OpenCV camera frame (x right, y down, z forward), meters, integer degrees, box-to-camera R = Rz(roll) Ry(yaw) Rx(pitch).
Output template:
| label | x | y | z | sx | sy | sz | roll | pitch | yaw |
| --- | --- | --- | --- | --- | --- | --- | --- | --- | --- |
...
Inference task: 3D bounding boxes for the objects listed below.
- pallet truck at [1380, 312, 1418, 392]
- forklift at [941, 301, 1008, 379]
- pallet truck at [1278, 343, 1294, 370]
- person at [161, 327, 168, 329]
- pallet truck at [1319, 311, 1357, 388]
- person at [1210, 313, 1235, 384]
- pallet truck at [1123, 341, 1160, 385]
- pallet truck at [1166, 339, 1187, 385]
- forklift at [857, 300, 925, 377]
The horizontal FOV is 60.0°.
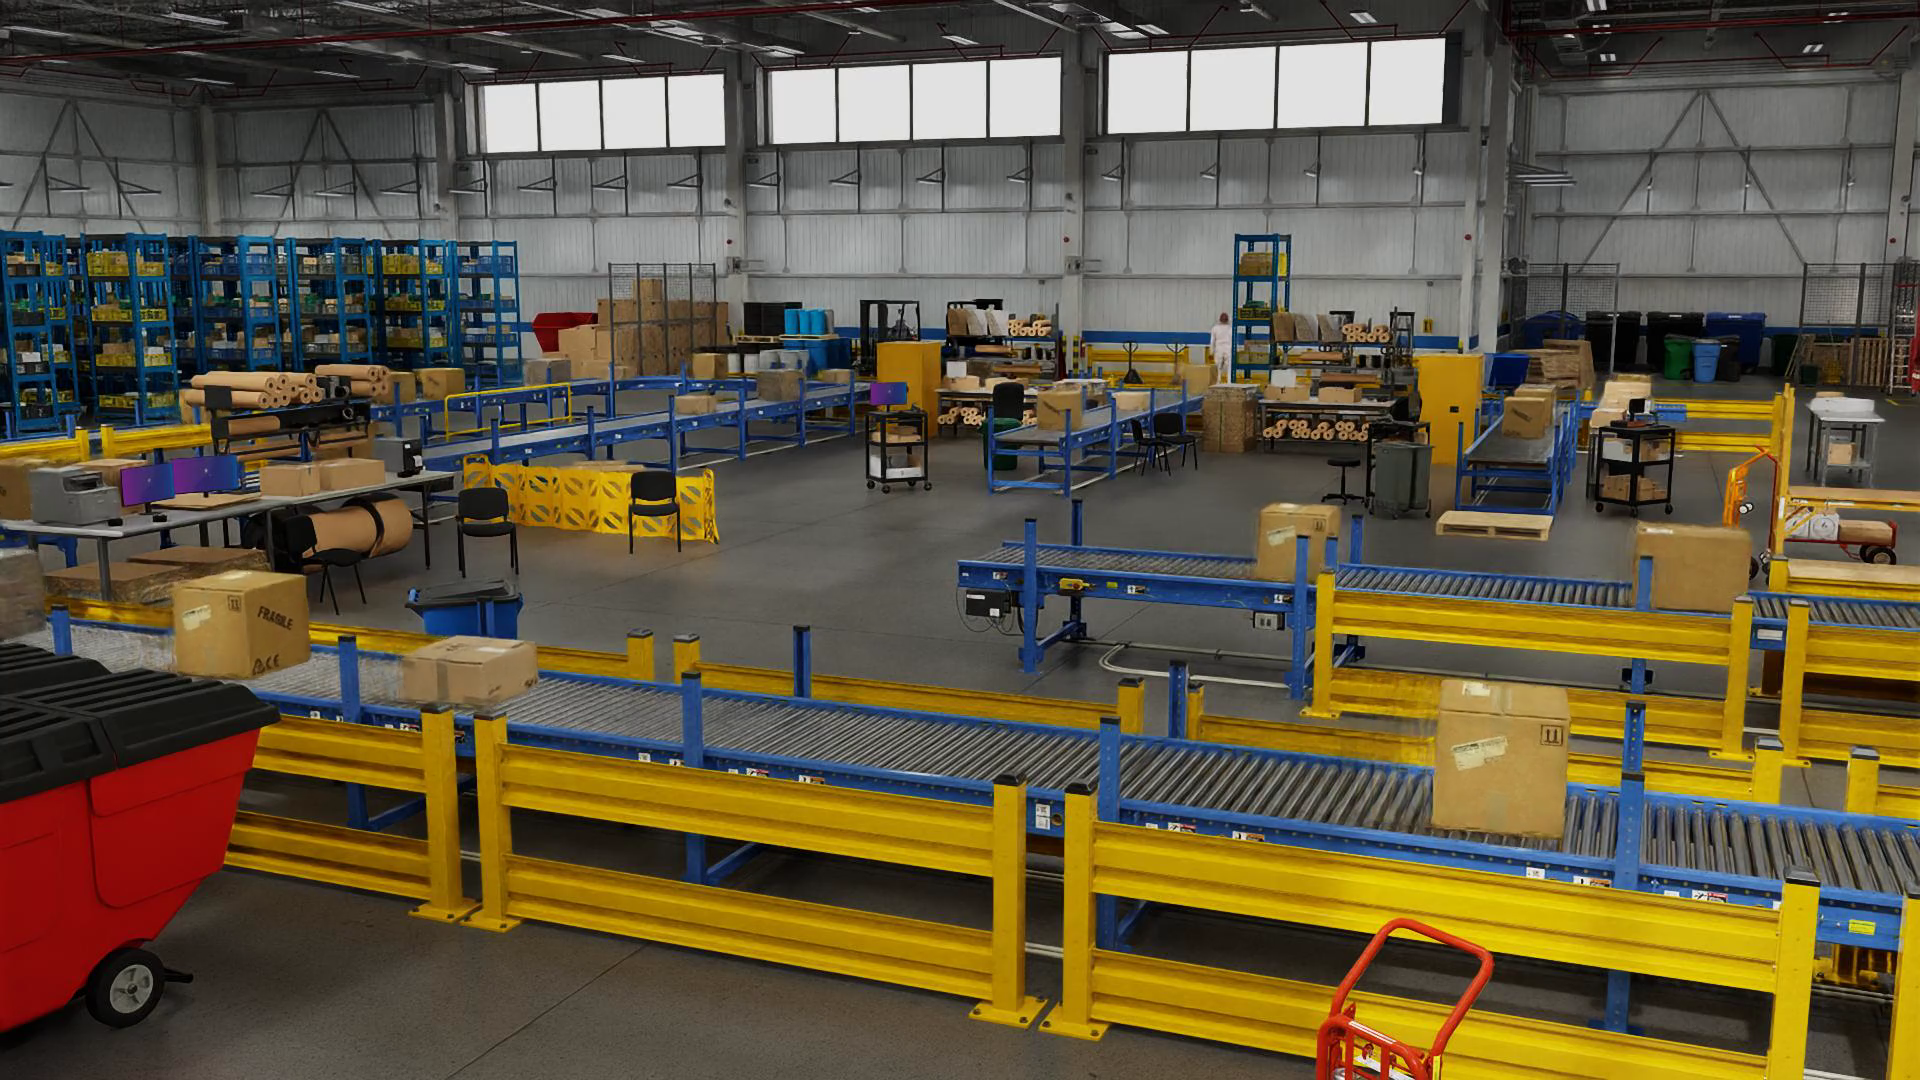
| label | x | y | z | sx | sy | sz | roll | pitch | yaw |
| --- | --- | --- | --- | --- | --- | --- | --- | --- | --- |
| pallet truck | 10.207 | -4.283 | 38.369 | 0.823 | 1.965 | 1.885 | 3 | 10 | 20 |
| forklift | 0.365 | -4.966 | 41.571 | 1.157 | 1.987 | 2.680 | 3 | 10 | 20 |
| pallet truck | 7.886 | -4.163 | 39.743 | 0.653 | 1.274 | 1.630 | 4 | 10 | 22 |
| person | -17.713 | -4.014 | 37.239 | 0.566 | 1.839 | 0.383 | 7 | 12 | 38 |
| pallet truck | 9.071 | -4.419 | 39.190 | 0.823 | 1.965 | 1.885 | 5 | 10 | 26 |
| person | 6.347 | -4.518 | 40.070 | 0.652 | 1.906 | 0.403 | 0 | 9 | 0 |
| pallet truck | 4.445 | -4.380 | 41.279 | 0.680 | 1.201 | 1.601 | 4 | 10 | 22 |
| pallet truck | 5.418 | -4.269 | 40.420 | 0.704 | 1.261 | 1.522 | 3 | 10 | 20 |
| forklift | -1.732 | -5.109 | 42.468 | 1.157 | 1.987 | 2.680 | 4 | 10 | 22 |
